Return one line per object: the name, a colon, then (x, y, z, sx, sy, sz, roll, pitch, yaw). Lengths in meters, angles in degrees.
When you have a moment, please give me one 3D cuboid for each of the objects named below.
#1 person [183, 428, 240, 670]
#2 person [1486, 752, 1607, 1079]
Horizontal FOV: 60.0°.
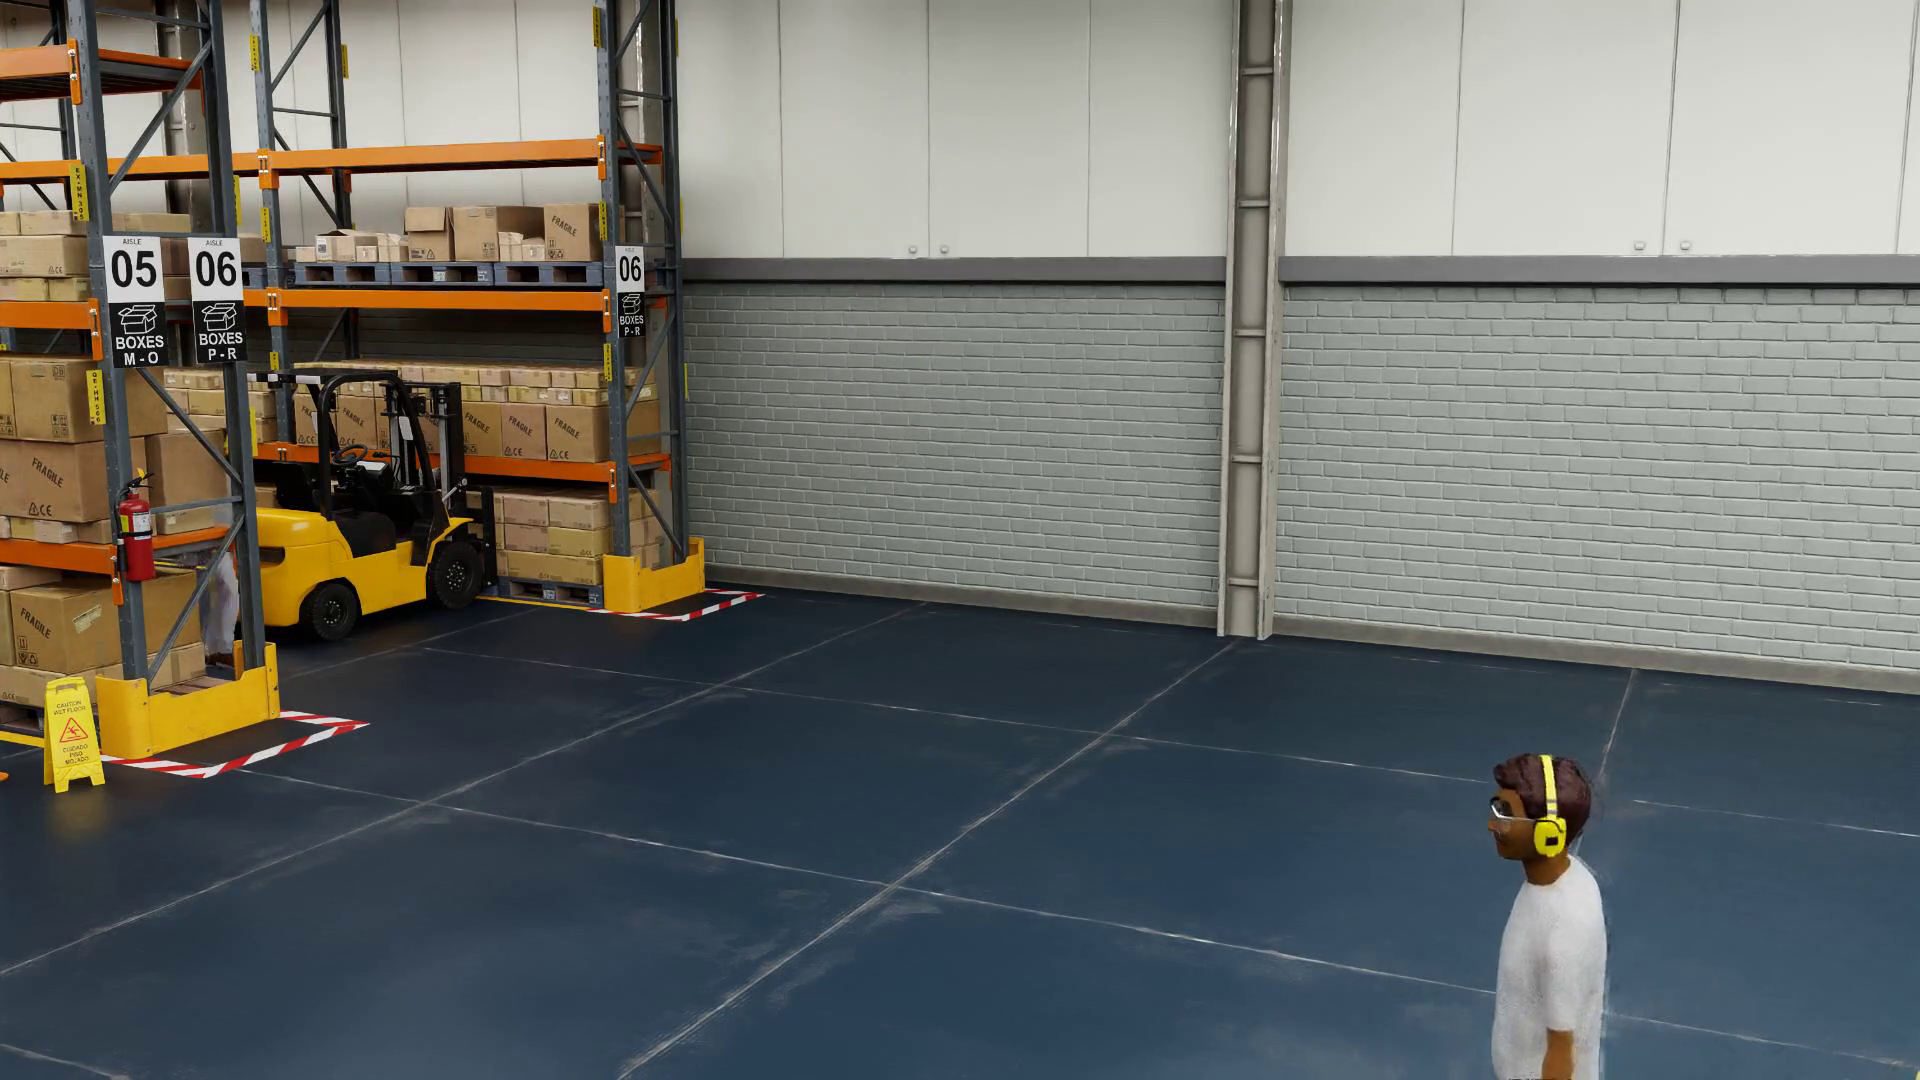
person: (-5.528, 0.078, 12.579, 0.629, 1.832, 0.595, 1, 9, 8)
person: (1.464, 1.432, 4.212, 0.553, 1.864, 0.588, 3, 10, 18)
